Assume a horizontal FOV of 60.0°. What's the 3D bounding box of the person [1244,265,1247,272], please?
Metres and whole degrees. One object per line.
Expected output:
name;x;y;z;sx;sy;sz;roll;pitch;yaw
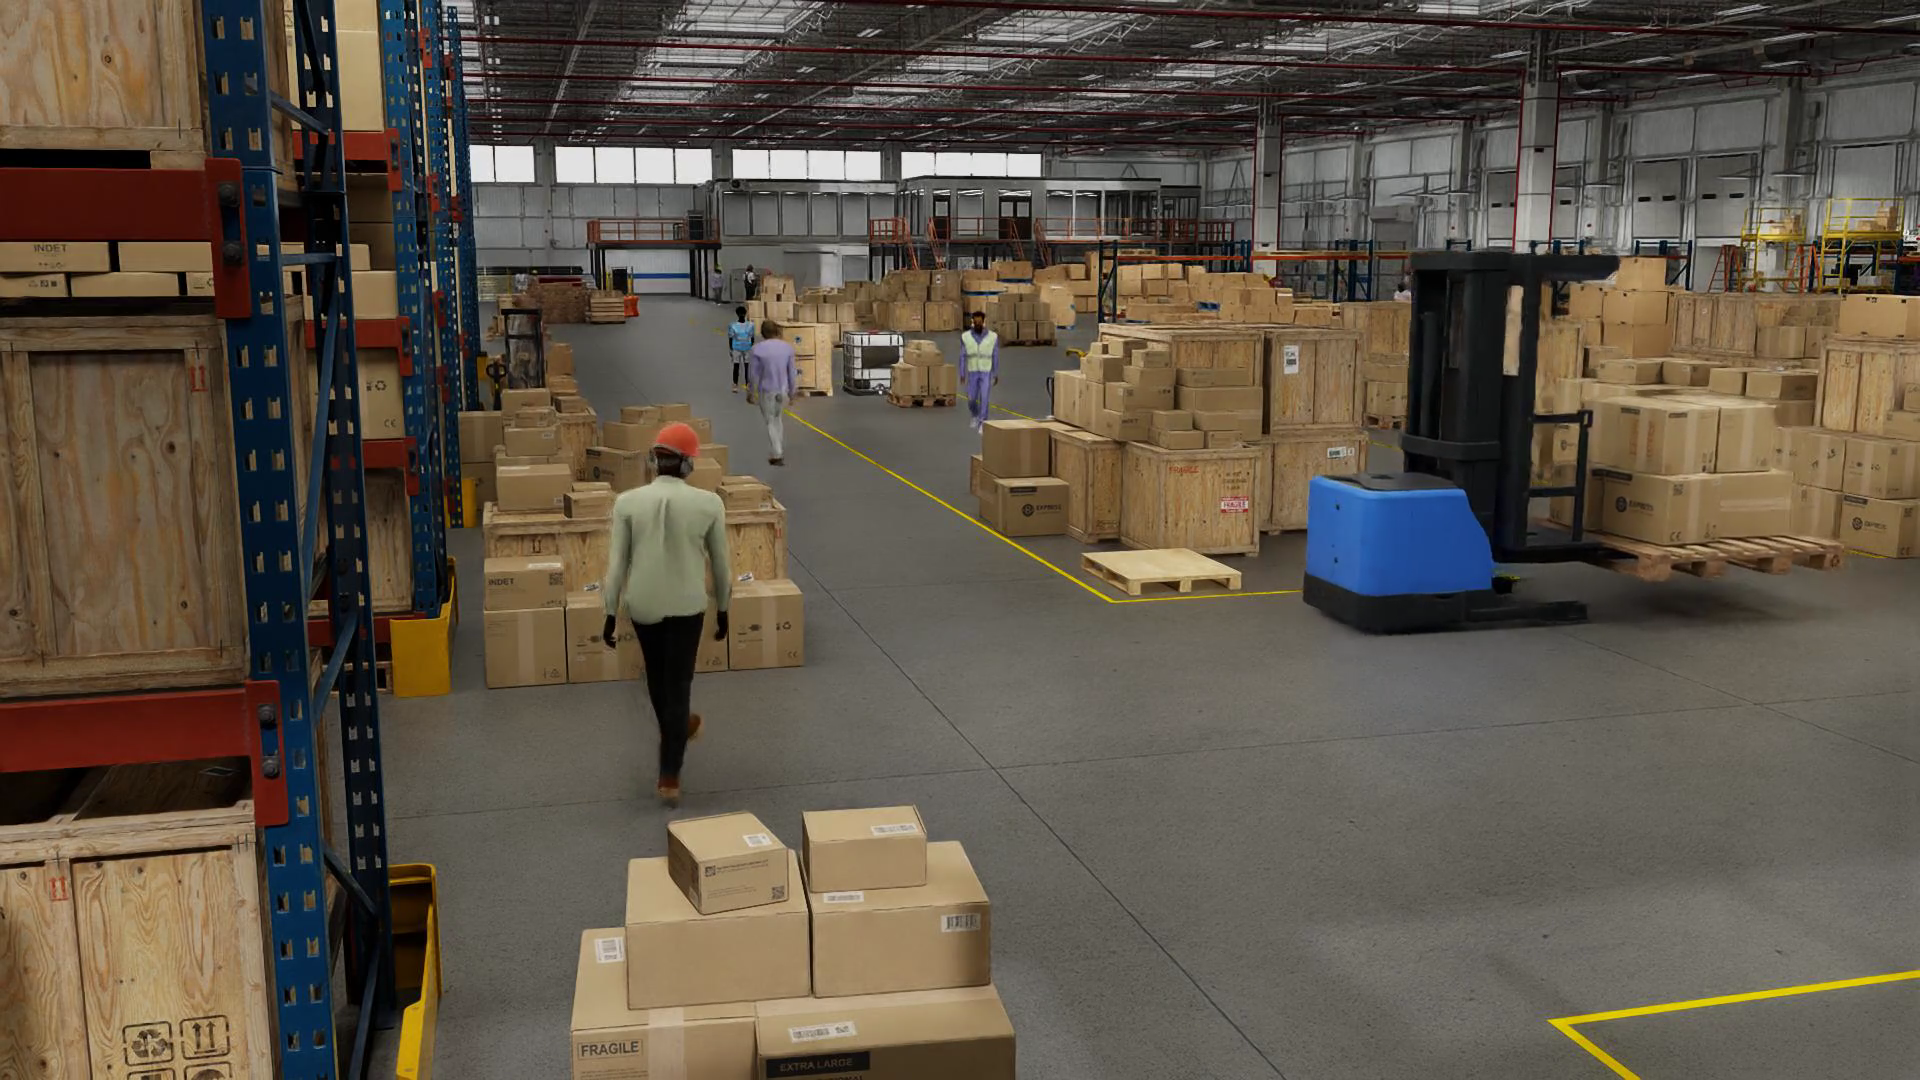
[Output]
person;13.500;-12.030;78.798;0.382;1.996;0.608;0;10;1

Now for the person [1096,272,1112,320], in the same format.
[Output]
person;5.642;-9.606;65.514;0.546;1.841;0.797;-6;11;-29

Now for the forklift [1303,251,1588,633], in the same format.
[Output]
forklift;3.721;-0.799;12.697;1.873;2.768;1.129;-3;10;-15

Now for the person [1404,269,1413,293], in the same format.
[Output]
person;20.824;-11.698;77.339;0.958;1.872;0.562;4;11;20

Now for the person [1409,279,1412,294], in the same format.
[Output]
person;20.793;-11.415;76.083;0.531;1.715;0.911;5;11;27

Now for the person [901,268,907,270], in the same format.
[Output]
person;-2.185;-9.564;64.699;0.608;2.044;0.370;8;13;39

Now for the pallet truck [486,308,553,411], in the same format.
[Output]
pallet truck;-6.242;-2.418;24.362;0.823;1.965;1.885;1;10;3

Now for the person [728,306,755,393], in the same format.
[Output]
person;-4.288;-3.744;32.725;0.541;1.695;0.315;-3;10;-16

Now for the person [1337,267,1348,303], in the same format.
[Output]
person;17.841;-11.815;77.770;0.594;1.926;0.367;1;10;3

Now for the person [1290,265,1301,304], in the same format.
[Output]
person;16.745;-12.720;82.838;0.604;1.949;0.389;2;10;12

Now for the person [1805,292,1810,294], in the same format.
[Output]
person;18.121;-4.348;35.614;0.705;1.883;0.918;2;10;12

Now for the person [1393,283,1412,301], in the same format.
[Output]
person;13.172;-6.800;49.774;0.956;1.791;0.662;-7;12;-36

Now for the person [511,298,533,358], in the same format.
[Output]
person;-8.720;-3.849;32.879;1.016;1.850;0.669;4;11;24

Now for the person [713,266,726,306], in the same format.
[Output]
person;-11.560;-12.245;80.269;0.606;1.895;0.813;-6;12;-30

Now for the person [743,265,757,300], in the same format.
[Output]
person;-9.578;-11.600;76.235;0.687;2.000;0.538;10;14;43

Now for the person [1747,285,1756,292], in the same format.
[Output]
person;21.190;-5.926;44.692;0.597;1.831;0.990;-5;11;-27

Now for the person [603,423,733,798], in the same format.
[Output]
person;-1.552;0.350;8.884;0.676;1.914;1.075;0;10;1

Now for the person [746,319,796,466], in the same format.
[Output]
person;-2.530;-1.949;21.943;0.627;1.911;0.777;-7;12;-33

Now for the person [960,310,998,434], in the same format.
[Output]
person;0.299;-2.593;25.632;0.593;1.901;0.502;1;10;6

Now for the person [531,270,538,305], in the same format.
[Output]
person;-19.796;-11.684;77.489;0.326;1.767;0.533;-9;13;-41

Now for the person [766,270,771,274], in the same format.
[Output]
person;-8.140;-10.605;71.058;0.546;1.871;1.018;3;10;15

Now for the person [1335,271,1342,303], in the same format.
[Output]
person;17.951;-11.956;78.847;0.489;1.830;0.647;5;11;24

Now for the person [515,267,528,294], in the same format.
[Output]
person;-21.187;-12.252;80.415;0.592;1.868;0.443;-2;10;-10
